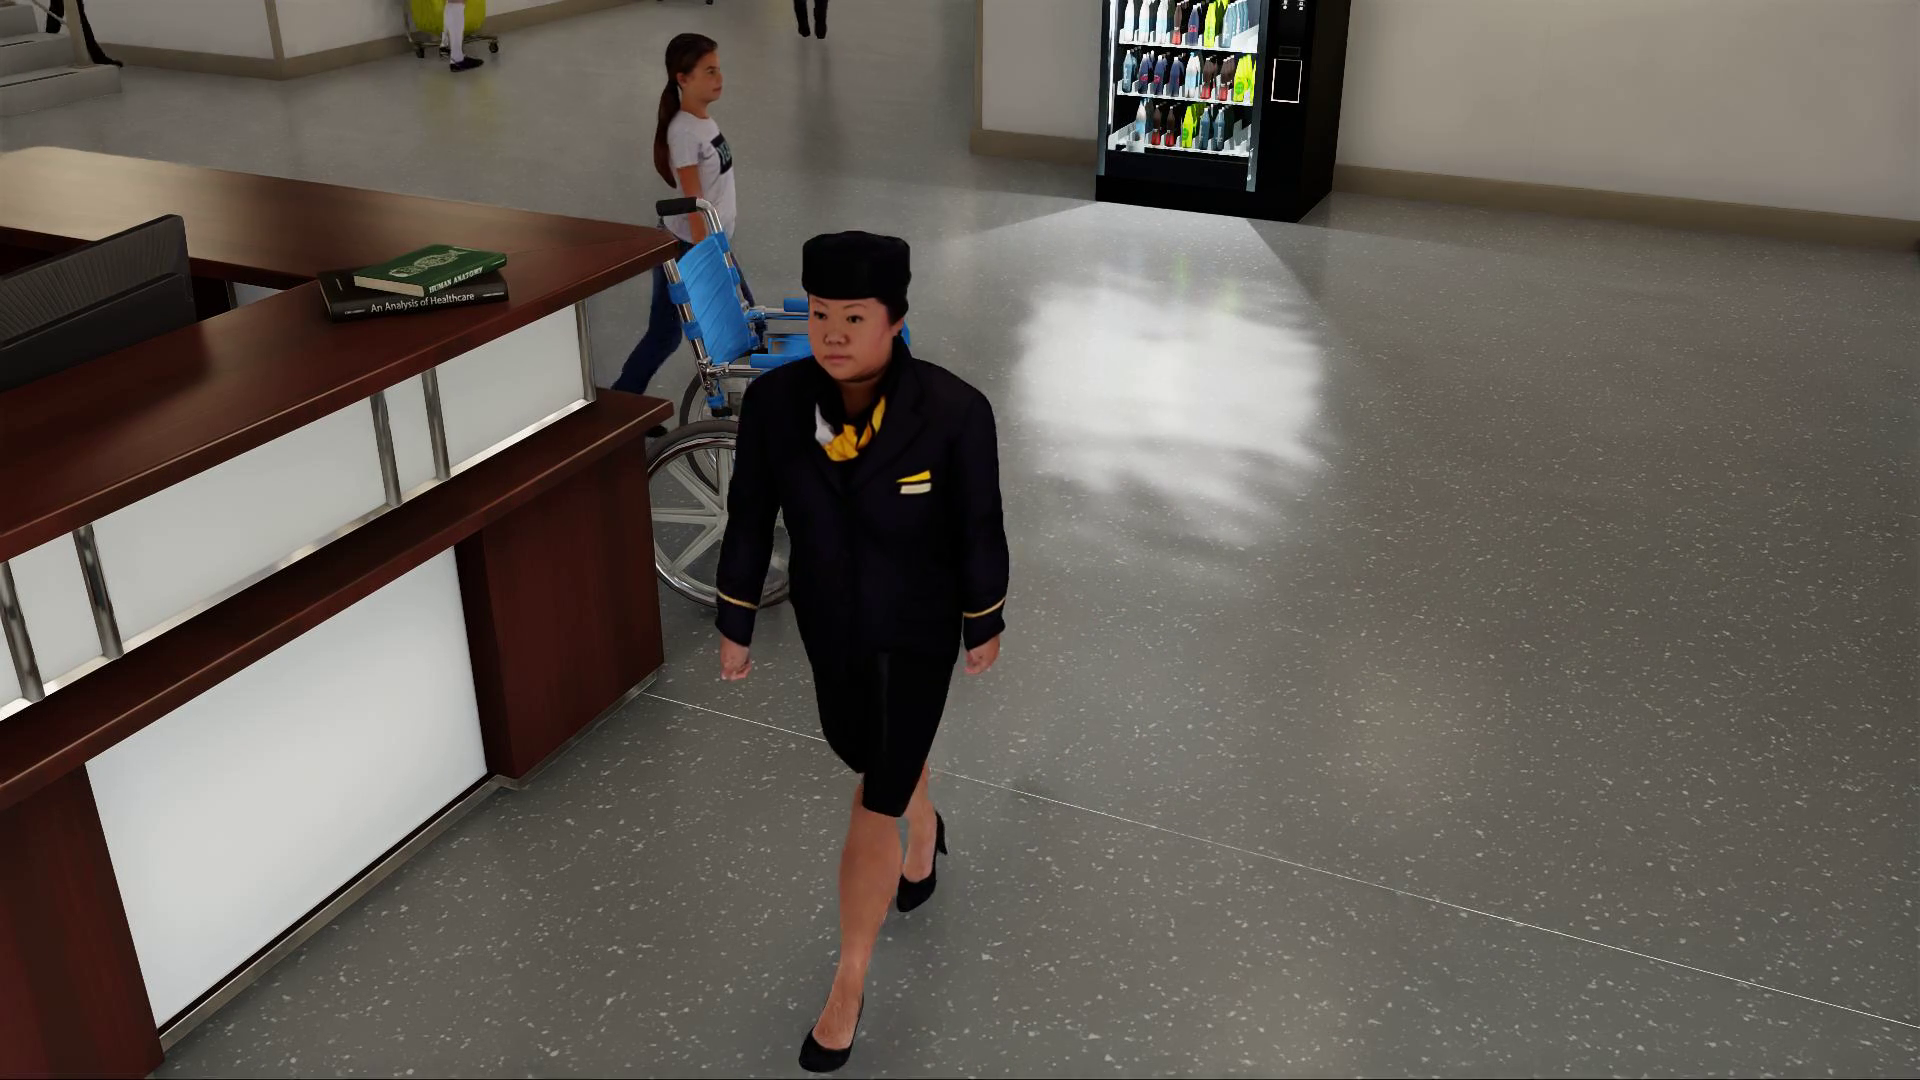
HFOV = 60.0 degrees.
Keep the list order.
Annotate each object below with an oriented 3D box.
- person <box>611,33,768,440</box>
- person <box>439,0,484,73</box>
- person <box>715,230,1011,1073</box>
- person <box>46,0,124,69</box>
[{"bbox_3d":[-1.045,-1.048,6.107,1.145,1.518,0.753,3,26,7],"label":"person"},{"bbox_3d":[-4.177,-4.690,13.309,0.667,1.823,0.822,22,33,38],"label":"person"},{"bbox_3d":[-0.145,0.185,3.433,1.025,1.621,0.831,9,27,18],"label":"person"},{"bbox_3d":[-7.203,-4.579,13.162,1.165,1.751,0.661,10,28,20],"label":"person"}]
